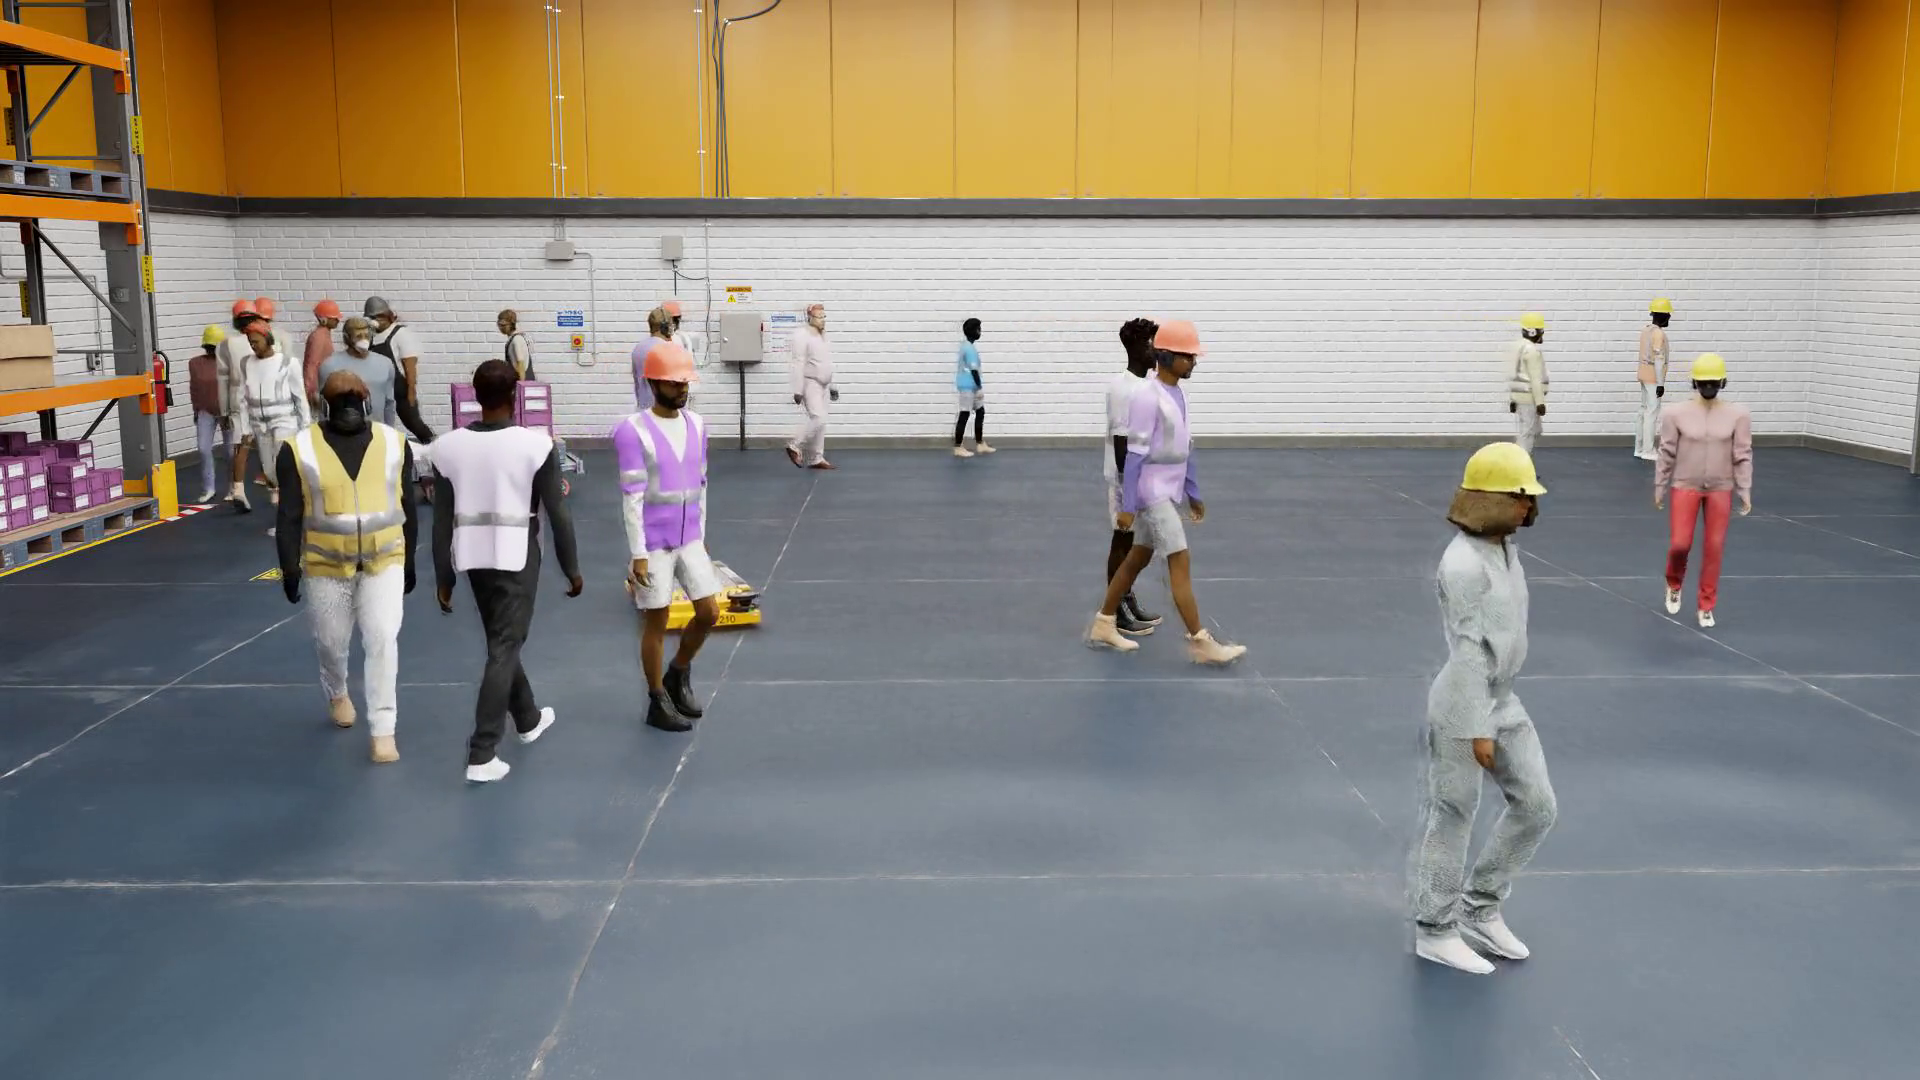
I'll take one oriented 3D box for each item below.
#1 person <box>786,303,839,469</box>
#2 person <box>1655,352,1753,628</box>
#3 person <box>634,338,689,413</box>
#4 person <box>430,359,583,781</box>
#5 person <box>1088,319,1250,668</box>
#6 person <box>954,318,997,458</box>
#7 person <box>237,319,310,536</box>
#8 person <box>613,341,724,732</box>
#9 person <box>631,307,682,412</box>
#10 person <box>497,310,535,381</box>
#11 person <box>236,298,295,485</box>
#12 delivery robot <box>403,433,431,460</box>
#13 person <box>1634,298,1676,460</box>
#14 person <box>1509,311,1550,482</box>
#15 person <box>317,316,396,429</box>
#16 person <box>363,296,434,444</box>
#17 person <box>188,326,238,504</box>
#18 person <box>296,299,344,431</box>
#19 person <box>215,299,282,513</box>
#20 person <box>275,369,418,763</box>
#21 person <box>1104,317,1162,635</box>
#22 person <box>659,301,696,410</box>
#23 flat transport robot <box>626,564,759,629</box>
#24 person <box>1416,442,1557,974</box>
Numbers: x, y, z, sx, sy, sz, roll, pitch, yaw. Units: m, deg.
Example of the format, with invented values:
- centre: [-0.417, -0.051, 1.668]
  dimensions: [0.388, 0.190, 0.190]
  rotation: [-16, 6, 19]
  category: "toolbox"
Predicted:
- centre: [-1.639, -1.714, 18.713]
  dimensions: [0.467, 1.888, 0.660]
  rotation: [3, 10, 20]
  category: "person"
- centre: [4.707, -0.317, 10.543]
  dimensions: [0.548, 1.748, 0.419]
  rotation: [3, 10, 15]
  category: "person"
- centre: [-3.139, -1.401, 17.688]
  dimensions: [0.847, 1.583, 0.503]
  rotation: [4, 10, 23]
  category: "person"
- centre: [-2.077, 0.110, 7.600]
  dimensions: [0.600, 1.867, 1.038]
  rotation: [2, 9, 11]
  category: "person"
- centre: [1.172, -0.272, 9.578]
  dimensions: [1.026, 1.992, 0.613]
  rotation: [4, 10, 24]
  category: "person"
- centre: [0.217, -1.818, 19.958]
  dimensions: [0.672, 1.670, 0.559]
  rotation: [-1, 9, -6]
  category: "person"
- centre: [-5.881, -0.989, 14.397]
  dimensions: [0.585, 1.851, 0.801]
  rotation: [2, 9, 10]
  category: "person"
- centre: [-1.417, -0.004, 8.112]
  dimensions: [0.423, 1.921, 0.546]
  rotation: [9, 13, 43]
  category: "person"
- centre: [-2.660, -1.089, 14.717]
  dimensions: [0.635, 1.938, 0.358]
  rotation: [9, 13, 44]
  category: "person"
- centre: [-5.148, -1.754, 19.207]
  dimensions: [0.820, 1.791, 0.719]
  rotation: [-3, 10, -15]
  category: "person"
- centre: [-7.401, -1.552, 17.460]
  dimensions: [0.715, 1.953, 0.791]
  rotation: [2, 9, 12]
  category: "person"
- centre: [-5.806, -0.867, 17.287]
  dimensions: [0.707, 0.478, 0.477]
  rotation: [-8, 12, -39]
  category: "delivery robot"
- centre: [8.250, -1.908, 19.757]
  dimensions: [0.371, 1.927, 0.588]
  rotation: [1, 9, 6]
  category: "person"
- centre: [6.043, -1.509, 17.647]
  dimensions: [0.422, 1.818, 0.596]
  rotation: [1, 9, 8]
  category: "person"
- centre: [-4.809, -0.833, 13.251]
  dimensions: [0.641, 1.912, 0.925]
  rotation: [-9, 13, -43]
  category: "person"
- centre: [-6.121, -1.700, 18.134]
  dimensions: [0.708, 2.000, 0.963]
  rotation: [4, 10, 24]
  category: "person"
- centre: [-7.175, -1.206, 16.091]
  dimensions: [0.551, 1.711, 0.619]
  rotation: [-1, 9, -4]
  category: "person"
- centre: [-7.216, -1.701, 18.487]
  dimensions: [1.022, 1.943, 0.655]
  rotation: [-3, 10, -18]
  category: "person"
- centre: [-6.653, -1.256, 15.591]
  dimensions: [0.601, 1.998, 1.013]
  rotation: [-1, 9, -7]
  category: "person"
- centre: [-2.891, 0.090, 7.881]
  dimensions: [0.633, 1.811, 0.877]
  rotation: [-5, 10, -26]
  category: "person"
- centre: [1.092, -0.404, 10.413]
  dimensions: [0.367, 1.967, 0.600]
  rotation: [3, 10, 19]
  category: "person"
- centre: [-3.131, -1.671, 18.338]
  dimensions: [0.507, 1.914, 0.538]
  rotation: [-1, 9, -4]
  category: "person"
- centre: [-1.797, 0.343, 11.021]
  dimensions: [0.652, 0.197, 1.431]
  rotation: [-3, 10, -18]
  category: "flat transport robot"
- centre: [1.681, 0.552, 5.295]
  dimensions: [0.465, 1.729, 0.490]
  rotation: [8, 12, 42]
  category: "person"
